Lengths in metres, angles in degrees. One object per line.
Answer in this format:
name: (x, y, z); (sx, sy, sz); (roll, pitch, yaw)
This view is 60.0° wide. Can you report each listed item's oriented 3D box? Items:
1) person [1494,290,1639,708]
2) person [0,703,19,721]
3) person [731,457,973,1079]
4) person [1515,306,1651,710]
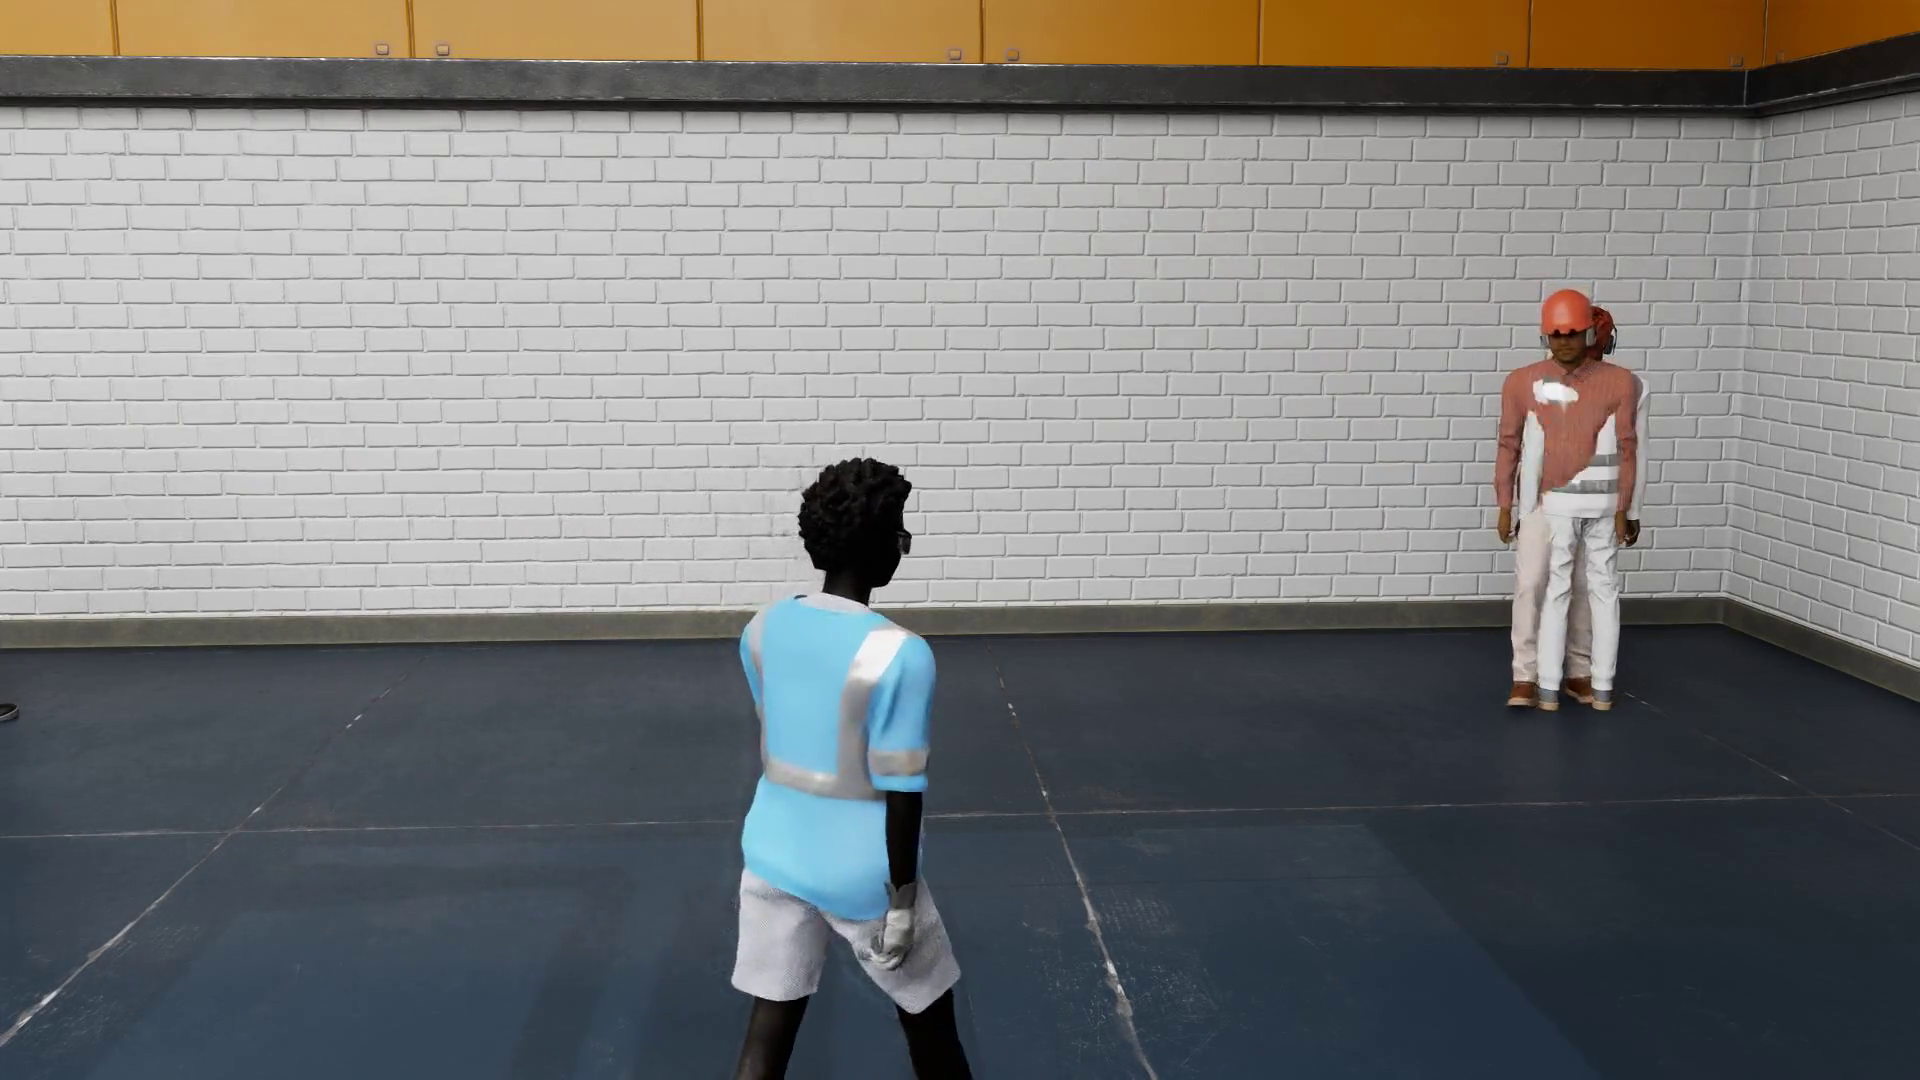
person: (2.791, -0.165, 7.694); (0.615, 1.954, 0.642); (3, 9, 17)
person: (-4.575, -0.080, 7.506); (0.590, 1.835, 0.404); (8, 12, 40)
person: (-0.180, 0.653, 3.463); (0.538, 1.656, 0.848); (7, 12, 39)
person: (2.880, -0.140, 7.727); (0.584, 1.882, 0.344); (0, 9, 1)
